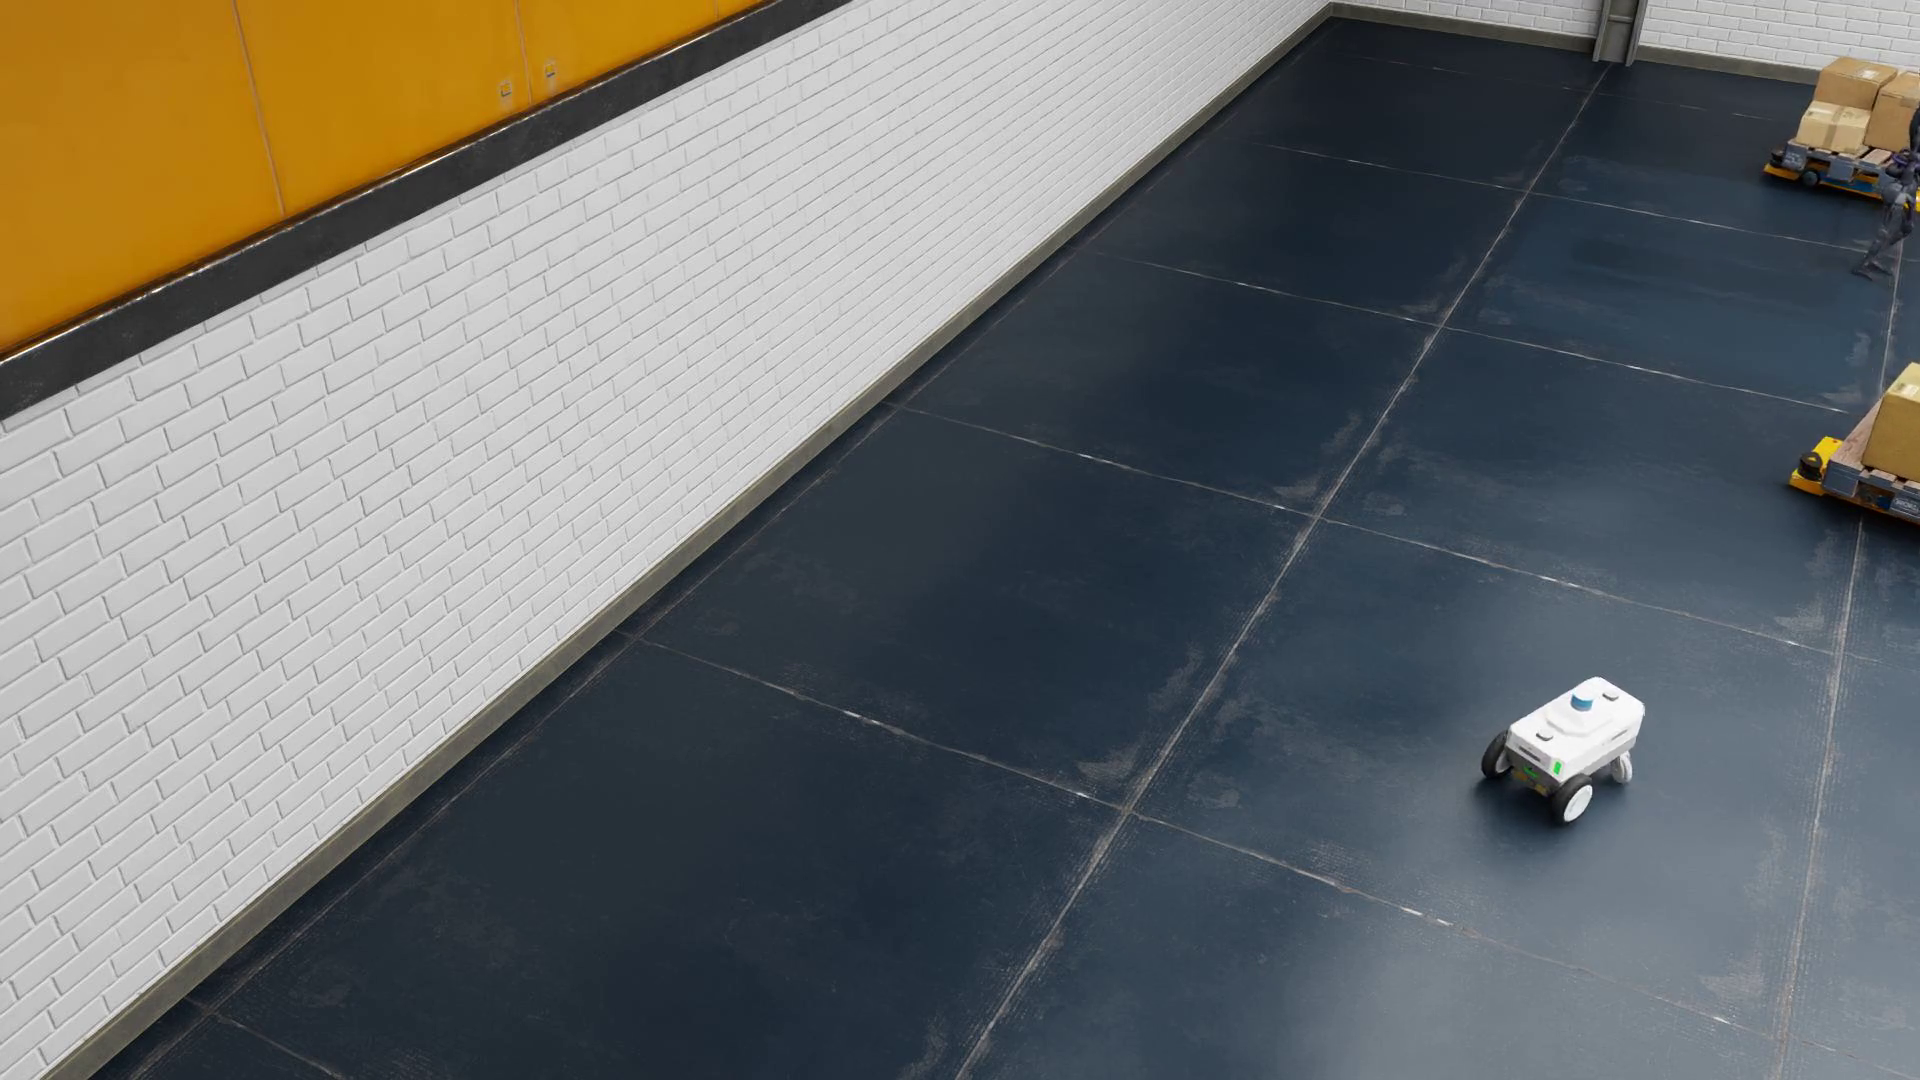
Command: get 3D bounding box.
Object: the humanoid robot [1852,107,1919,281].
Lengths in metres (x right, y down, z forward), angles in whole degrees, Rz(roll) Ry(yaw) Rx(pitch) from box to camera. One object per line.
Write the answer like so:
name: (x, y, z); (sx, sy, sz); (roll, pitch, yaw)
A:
humanoid robot: (7.348, -2.807, 12.892); (0.349, 1.640, 0.603); (27, 42, 34)

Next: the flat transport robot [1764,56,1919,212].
flat transport robot: (8.032, -3.266, 14.837); (1.431, 0.231, 0.659); (27, 42, 34)

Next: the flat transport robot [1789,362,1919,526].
flat transport robot: (6.056, -0.294, 10.415); (1.431, 0.231, 0.659); (26, 42, 33)

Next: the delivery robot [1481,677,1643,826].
delivery robot: (3.016, 1.005, 8.225); (0.765, 0.593, 0.519); (-22, 40, -29)
